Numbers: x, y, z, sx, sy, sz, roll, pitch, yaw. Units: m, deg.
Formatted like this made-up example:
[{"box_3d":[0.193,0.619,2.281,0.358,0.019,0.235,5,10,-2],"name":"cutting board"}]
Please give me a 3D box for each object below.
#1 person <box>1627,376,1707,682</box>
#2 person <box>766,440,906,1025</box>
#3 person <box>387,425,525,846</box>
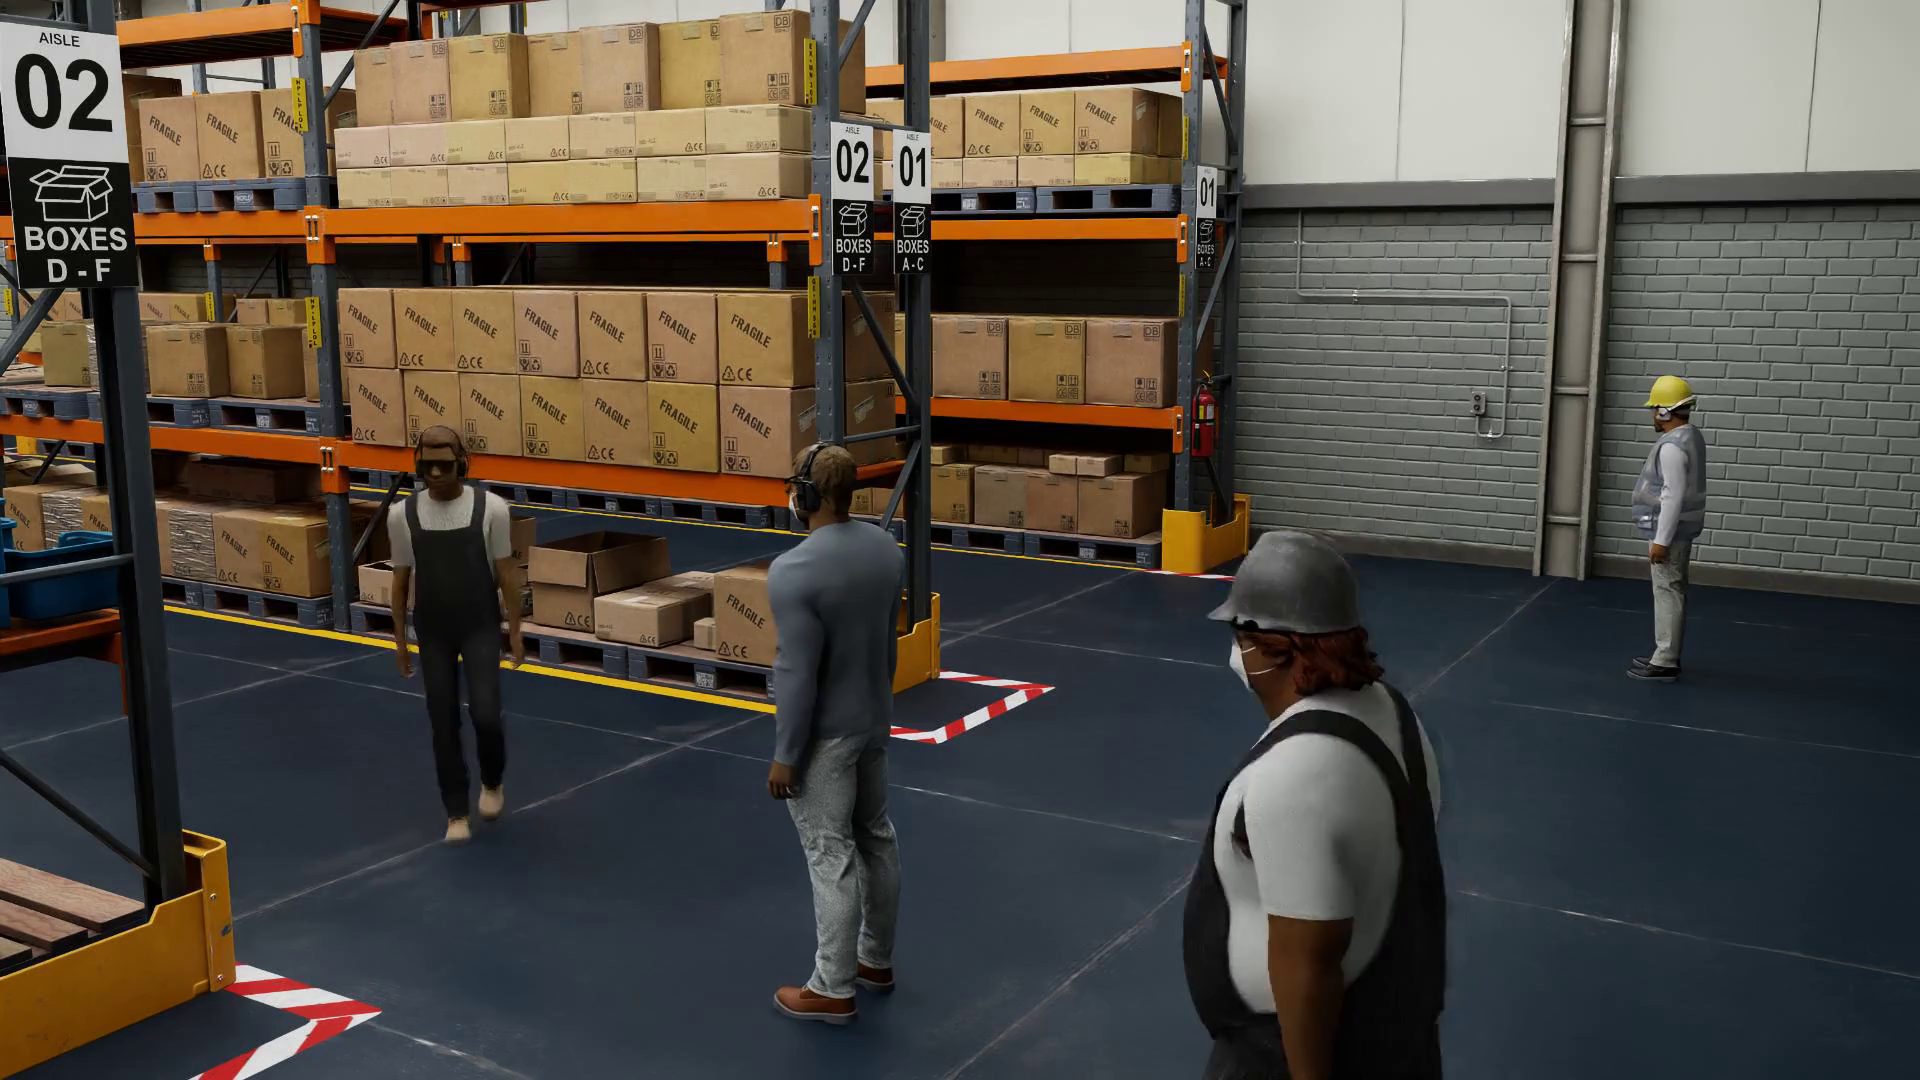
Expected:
[{"box_3d":[4.224,-0.065,9.946,0.404,1.827,0.589,6,11,32],"name":"person"},{"box_3d":[-0.419,0.635,5.519,0.377,1.940,0.628,6,11,32],"name":"person"},{"box_3d":[-2.158,0.409,7.157,0.552,1.830,0.424,-1,10,-8],"name":"person"}]
